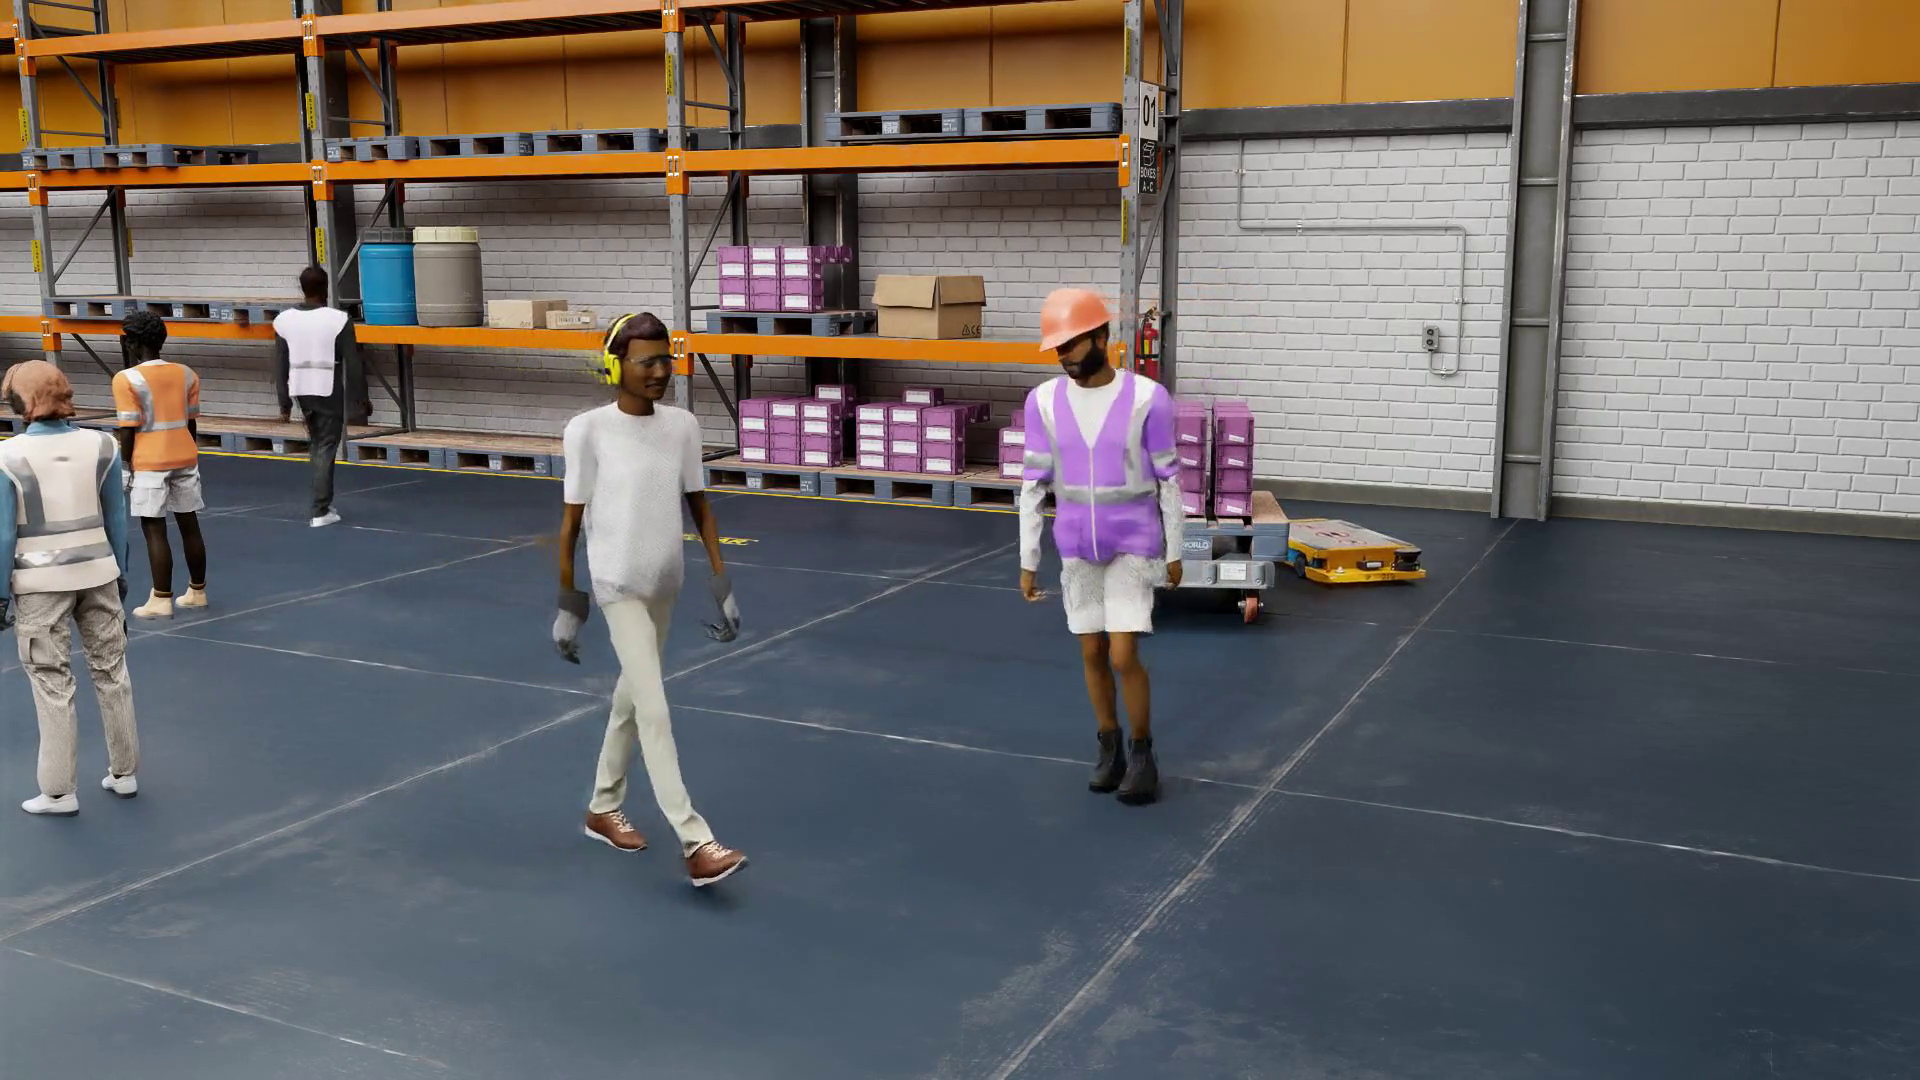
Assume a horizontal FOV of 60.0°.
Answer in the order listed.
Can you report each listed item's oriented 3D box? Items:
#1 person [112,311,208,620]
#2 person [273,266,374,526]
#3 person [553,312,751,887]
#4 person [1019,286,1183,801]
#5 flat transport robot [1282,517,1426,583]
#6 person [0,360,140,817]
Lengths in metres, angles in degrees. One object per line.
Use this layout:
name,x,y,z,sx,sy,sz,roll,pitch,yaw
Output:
person,-4.396,-0.407,9.139,0.319,1.693,0.533,4,11,22
person,-4.692,-1.069,12.350,0.597,1.896,0.675,2,10,12
person,-0.967,0.187,5.363,0.957,1.818,0.554,9,13,41
person,0.511,0.025,6.082,0.558,1.889,0.601,4,11,22
flat transport robot,2.328,0.046,10.612,0.652,0.197,1.431,-2,10,-13
person,-3.219,0.174,5.966,0.310,1.640,0.514,6,12,32
